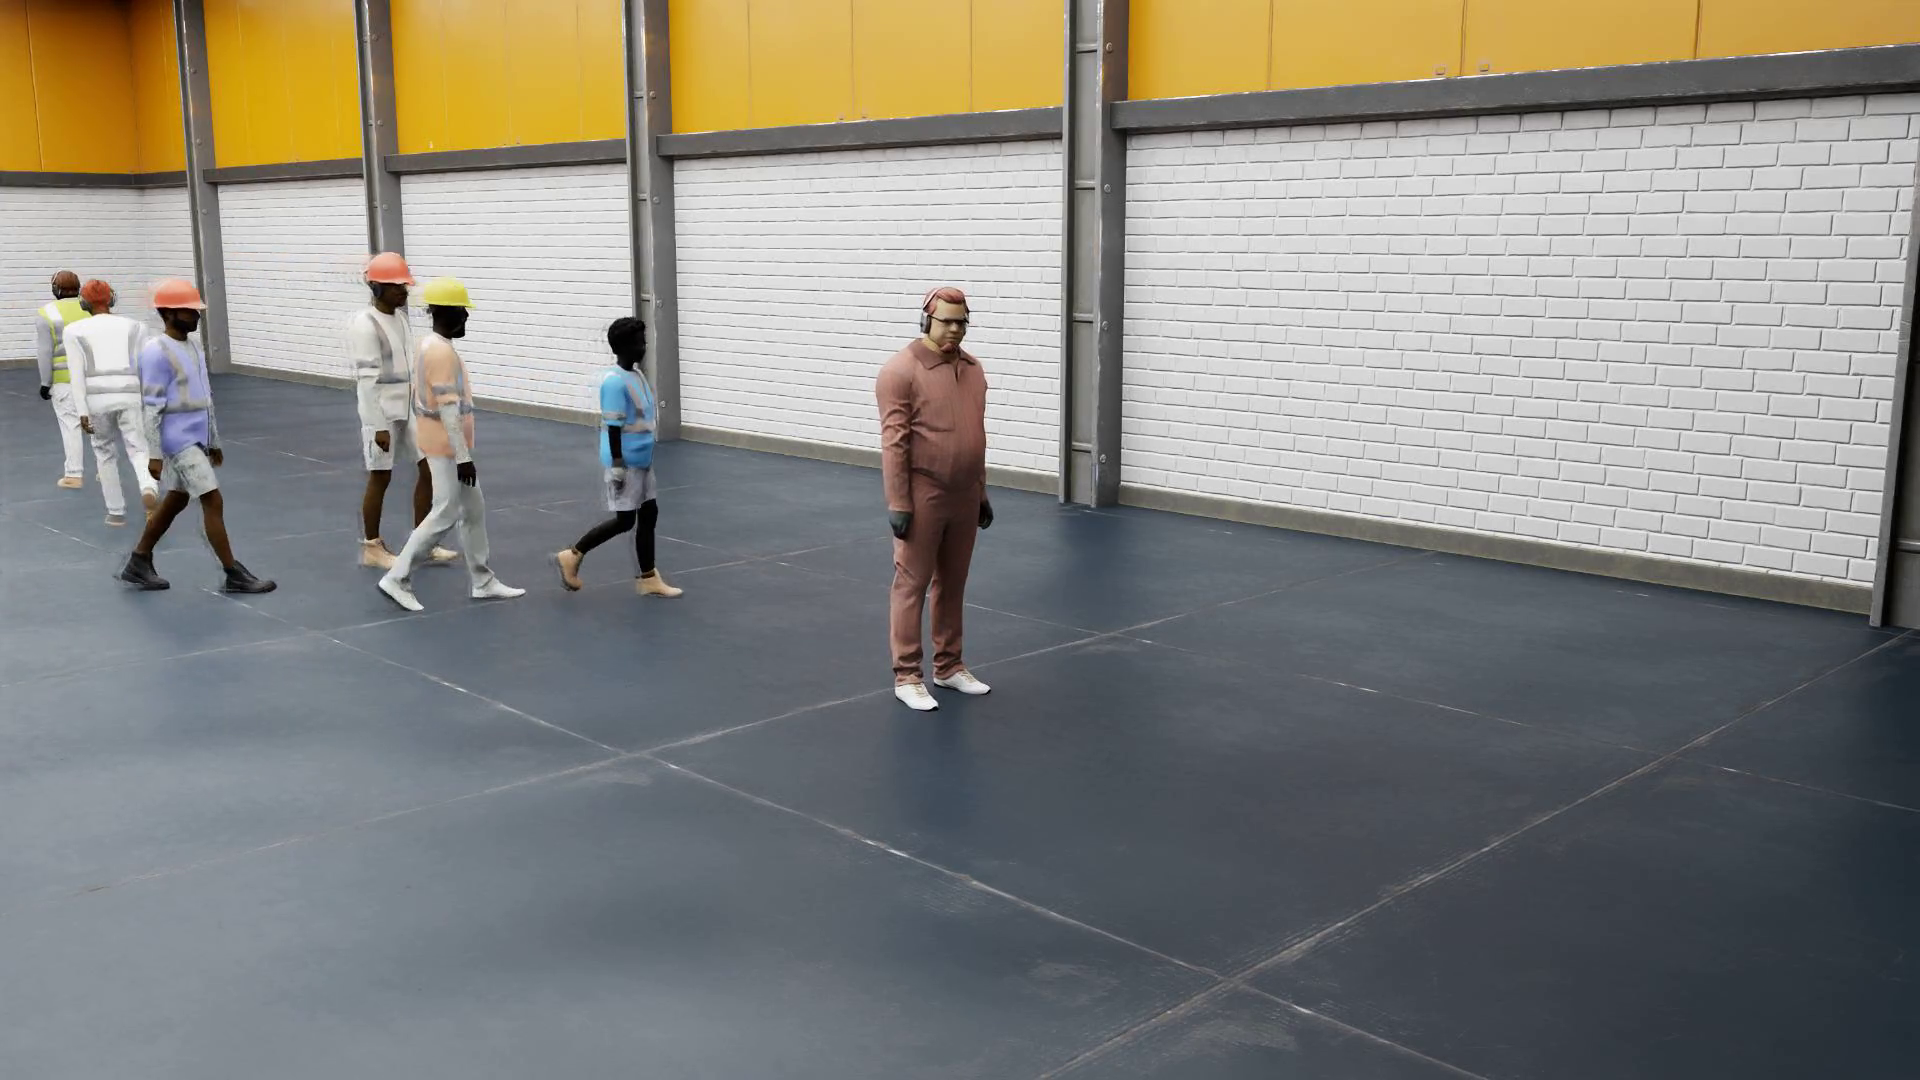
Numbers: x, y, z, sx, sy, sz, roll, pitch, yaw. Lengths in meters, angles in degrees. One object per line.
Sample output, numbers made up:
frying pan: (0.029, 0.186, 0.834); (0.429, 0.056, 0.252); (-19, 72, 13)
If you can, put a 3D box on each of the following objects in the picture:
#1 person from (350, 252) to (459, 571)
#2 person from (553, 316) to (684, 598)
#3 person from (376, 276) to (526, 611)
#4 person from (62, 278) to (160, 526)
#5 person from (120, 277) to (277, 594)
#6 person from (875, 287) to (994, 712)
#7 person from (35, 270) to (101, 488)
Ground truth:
person: (-3.511, -0.793, 10.520); (0.745, 2.014, 0.653); (2, 11, 9)
person: (-2.006, -0.466, 9.692); (0.662, 1.675, 0.537); (1, 10, 5)
person: (-2.960, -0.544, 9.541); (0.703, 1.935, 0.599); (-3, 11, -14)
person: (-6.054, -0.960, 11.969); (0.599, 1.841, 0.909); (-8, 13, -36)
person: (-4.631, -0.609, 9.883); (0.972, 1.895, 0.556); (0, 10, 1)
person: (-0.080, -0.192, 7.577); (0.404, 1.903, 0.636); (10, 14, 42)
person: (-7.504, -1.362, 14.120); (0.429, 1.839, 0.633); (7, 13, 35)
